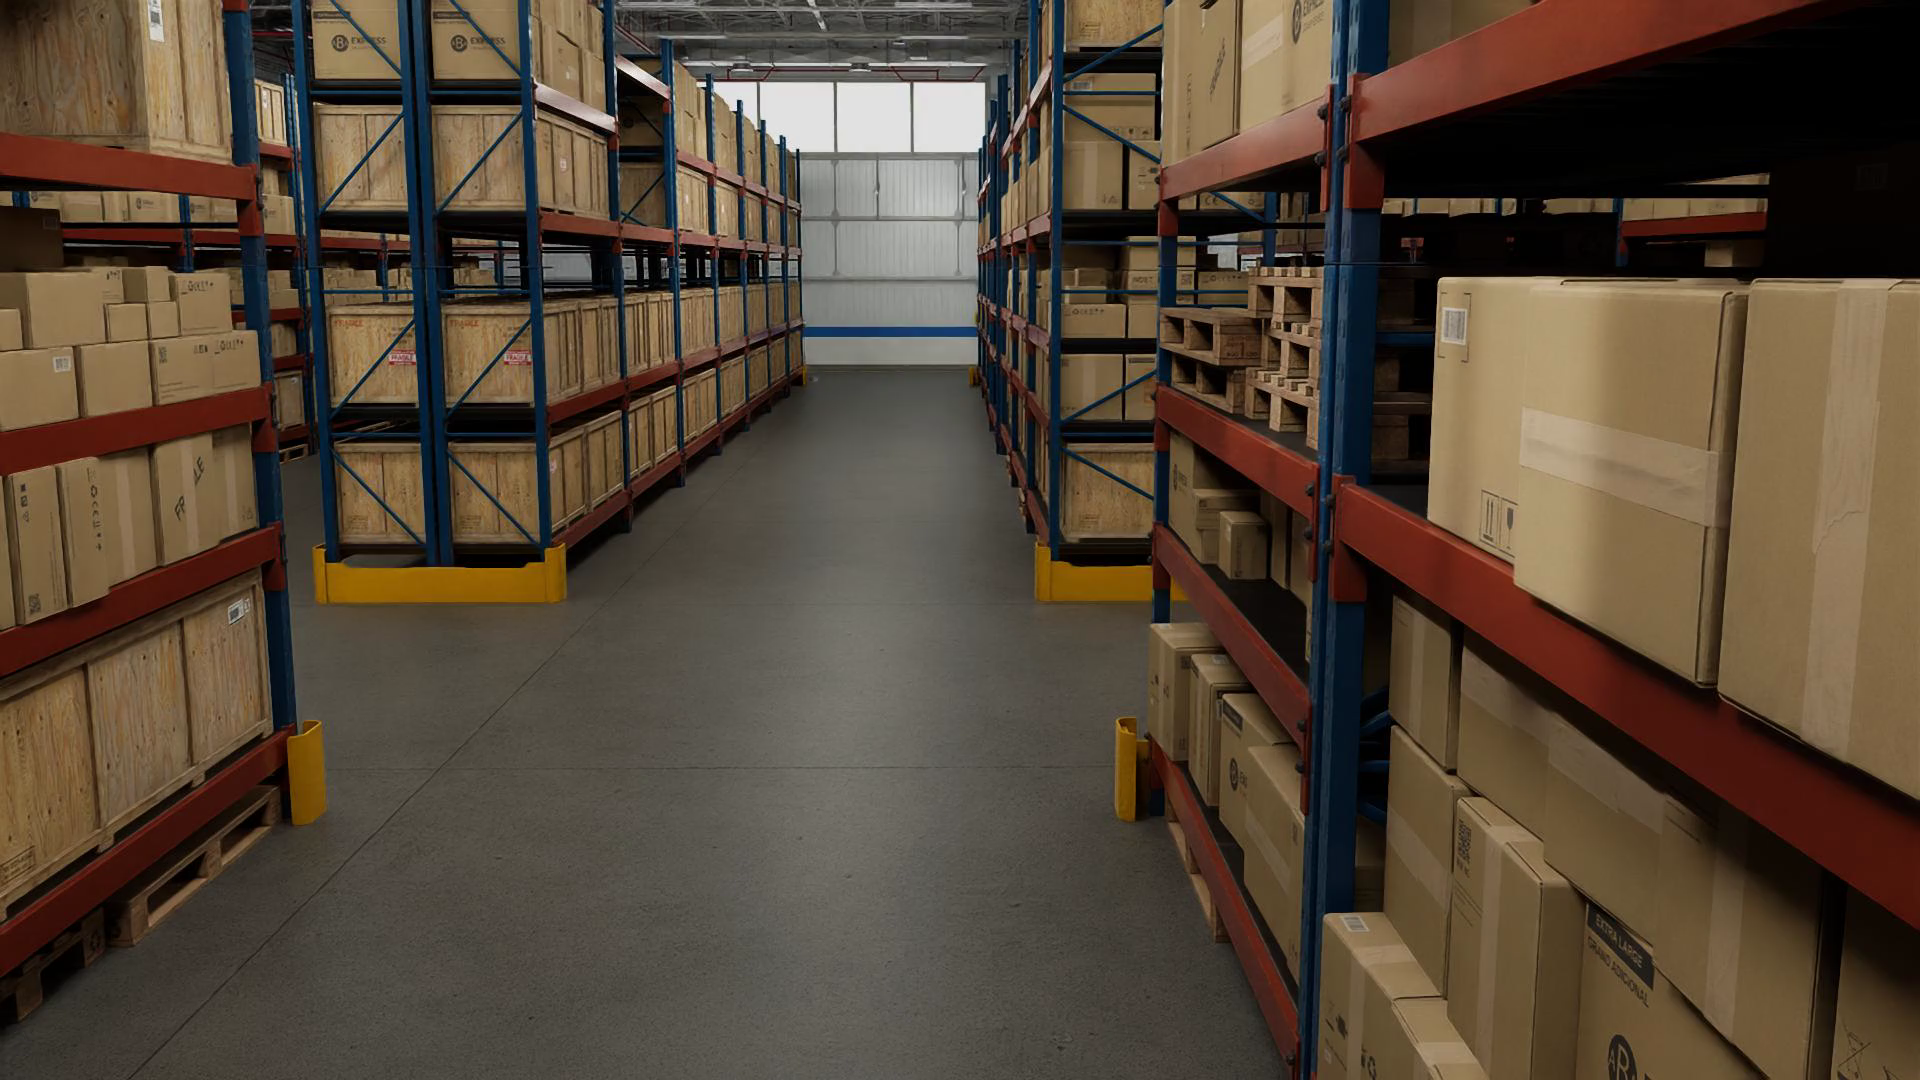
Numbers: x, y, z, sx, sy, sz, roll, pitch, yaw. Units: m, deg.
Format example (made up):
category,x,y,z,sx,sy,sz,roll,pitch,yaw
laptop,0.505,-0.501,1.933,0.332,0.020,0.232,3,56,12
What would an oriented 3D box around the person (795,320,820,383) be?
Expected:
category,x,y,z,sx,sy,sz,roll,pitch,yaw
person,-4.157,-4.963,43.901,0.896,1.696,0.506,0,9,-3
